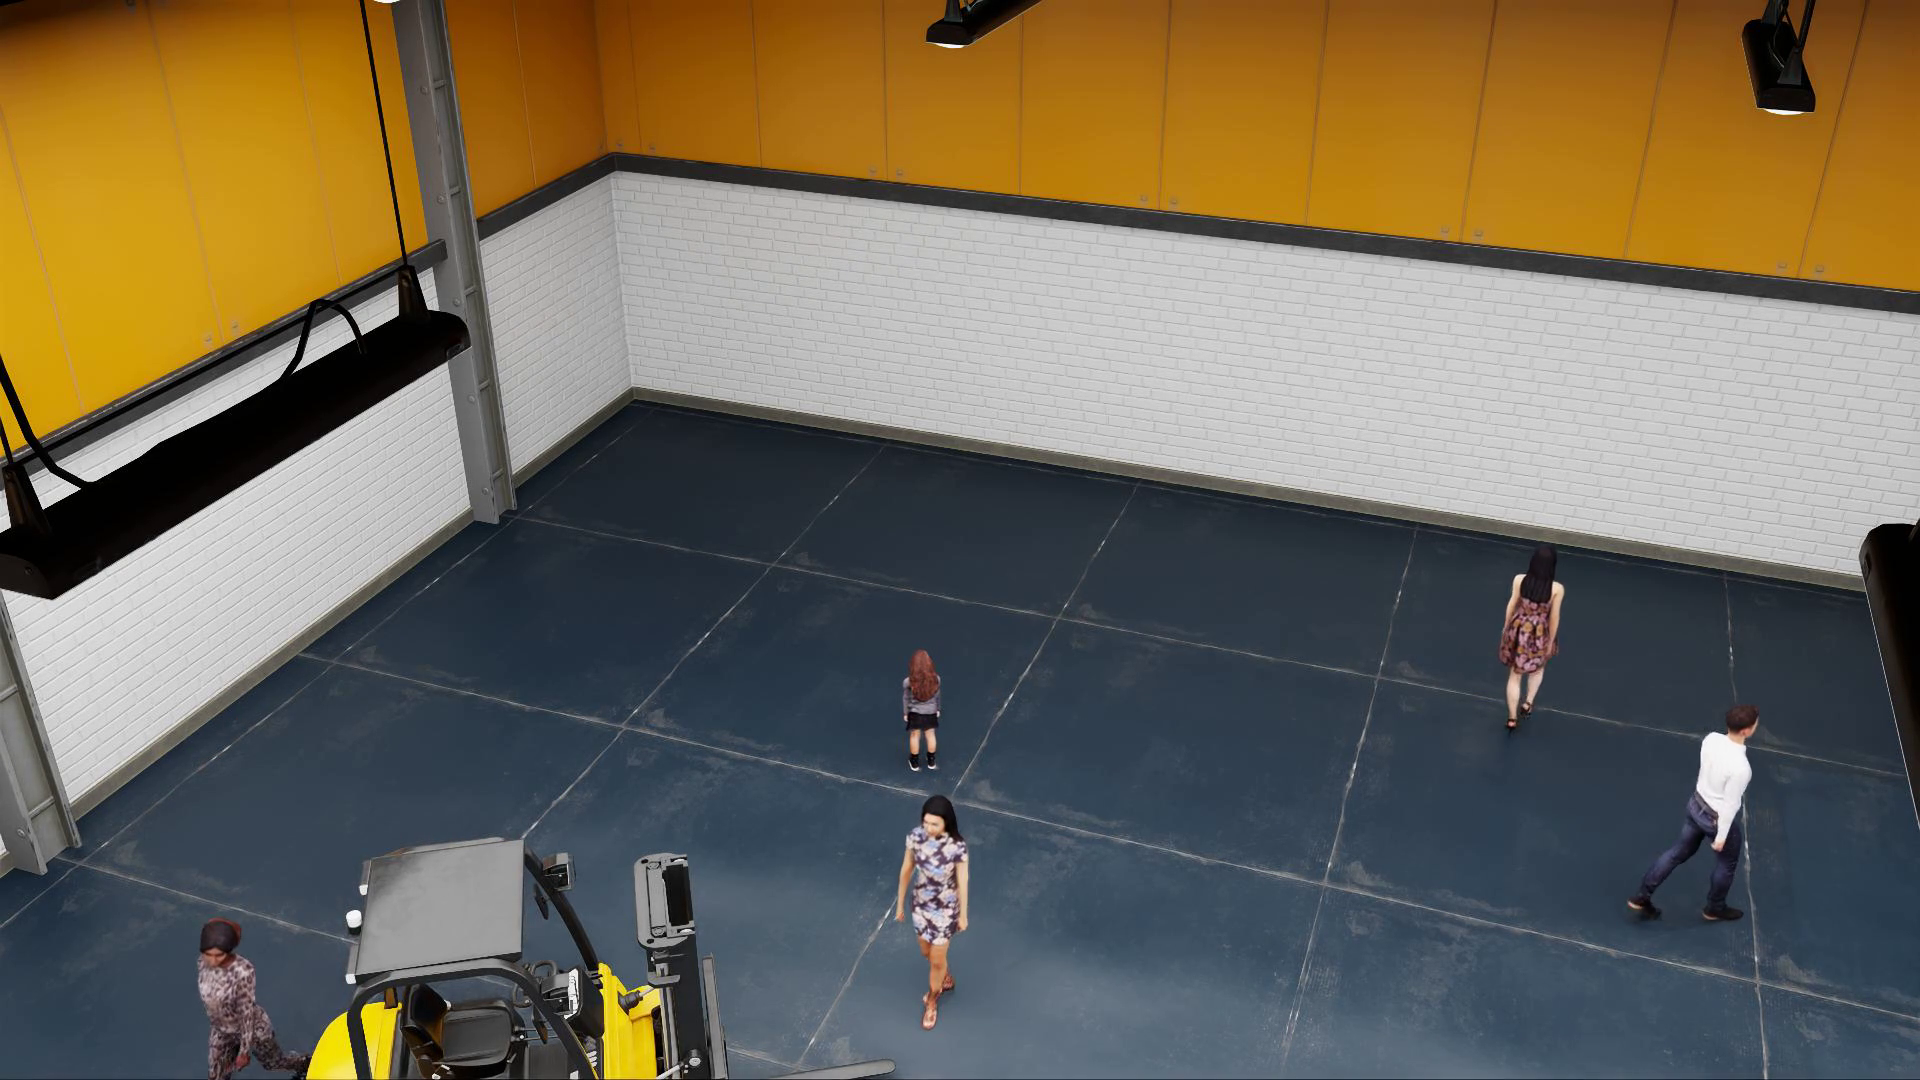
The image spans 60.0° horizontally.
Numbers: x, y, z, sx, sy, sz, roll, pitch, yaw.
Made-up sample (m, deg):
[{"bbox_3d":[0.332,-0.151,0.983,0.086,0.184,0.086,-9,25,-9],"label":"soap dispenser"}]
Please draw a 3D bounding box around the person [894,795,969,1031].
[{"bbox_3d":[-0.141,2.405,10.978,0.633,1.728,0.670,13,31,22],"label":"person"}]

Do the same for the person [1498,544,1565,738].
[{"bbox_3d":[4.694,0.865,13.767,0.630,1.760,0.718,10,30,18],"label":"person"}]

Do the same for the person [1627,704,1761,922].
[{"bbox_3d":[5.194,1.938,11.703,1.076,1.853,1.144,-6,29,-11],"label":"person"}]

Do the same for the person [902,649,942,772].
[{"bbox_3d":[-0.312,1.373,13.518,0.531,1.107,0.574,-8,30,-15],"label":"person"}]

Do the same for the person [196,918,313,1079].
[{"bbox_3d":[-4.263,2.934,10.066,0.602,1.673,1.143,12,31,21],"label":"person"}]
